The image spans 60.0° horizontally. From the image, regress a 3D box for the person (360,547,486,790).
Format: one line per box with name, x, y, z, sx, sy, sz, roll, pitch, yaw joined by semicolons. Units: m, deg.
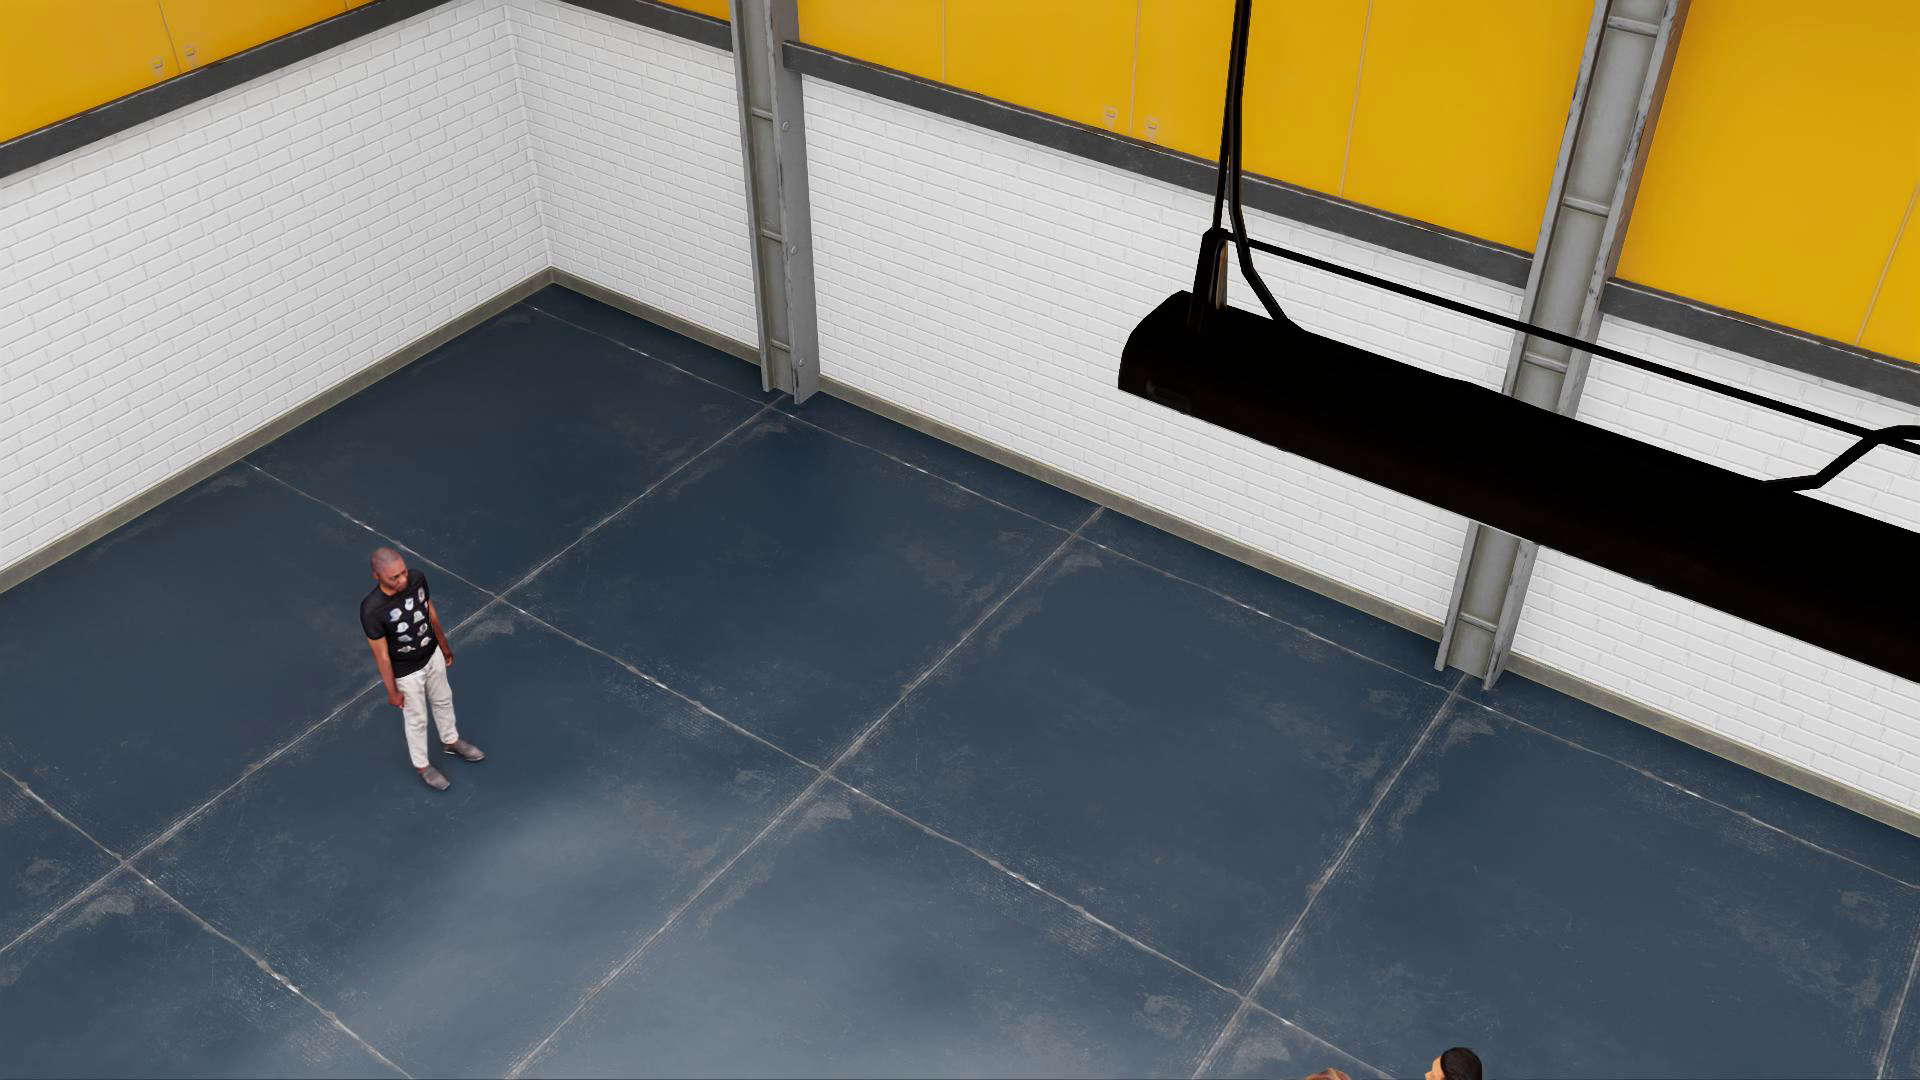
person;-3.328;0.739;10.105;0.641;1.801;0.683;19;42;22
